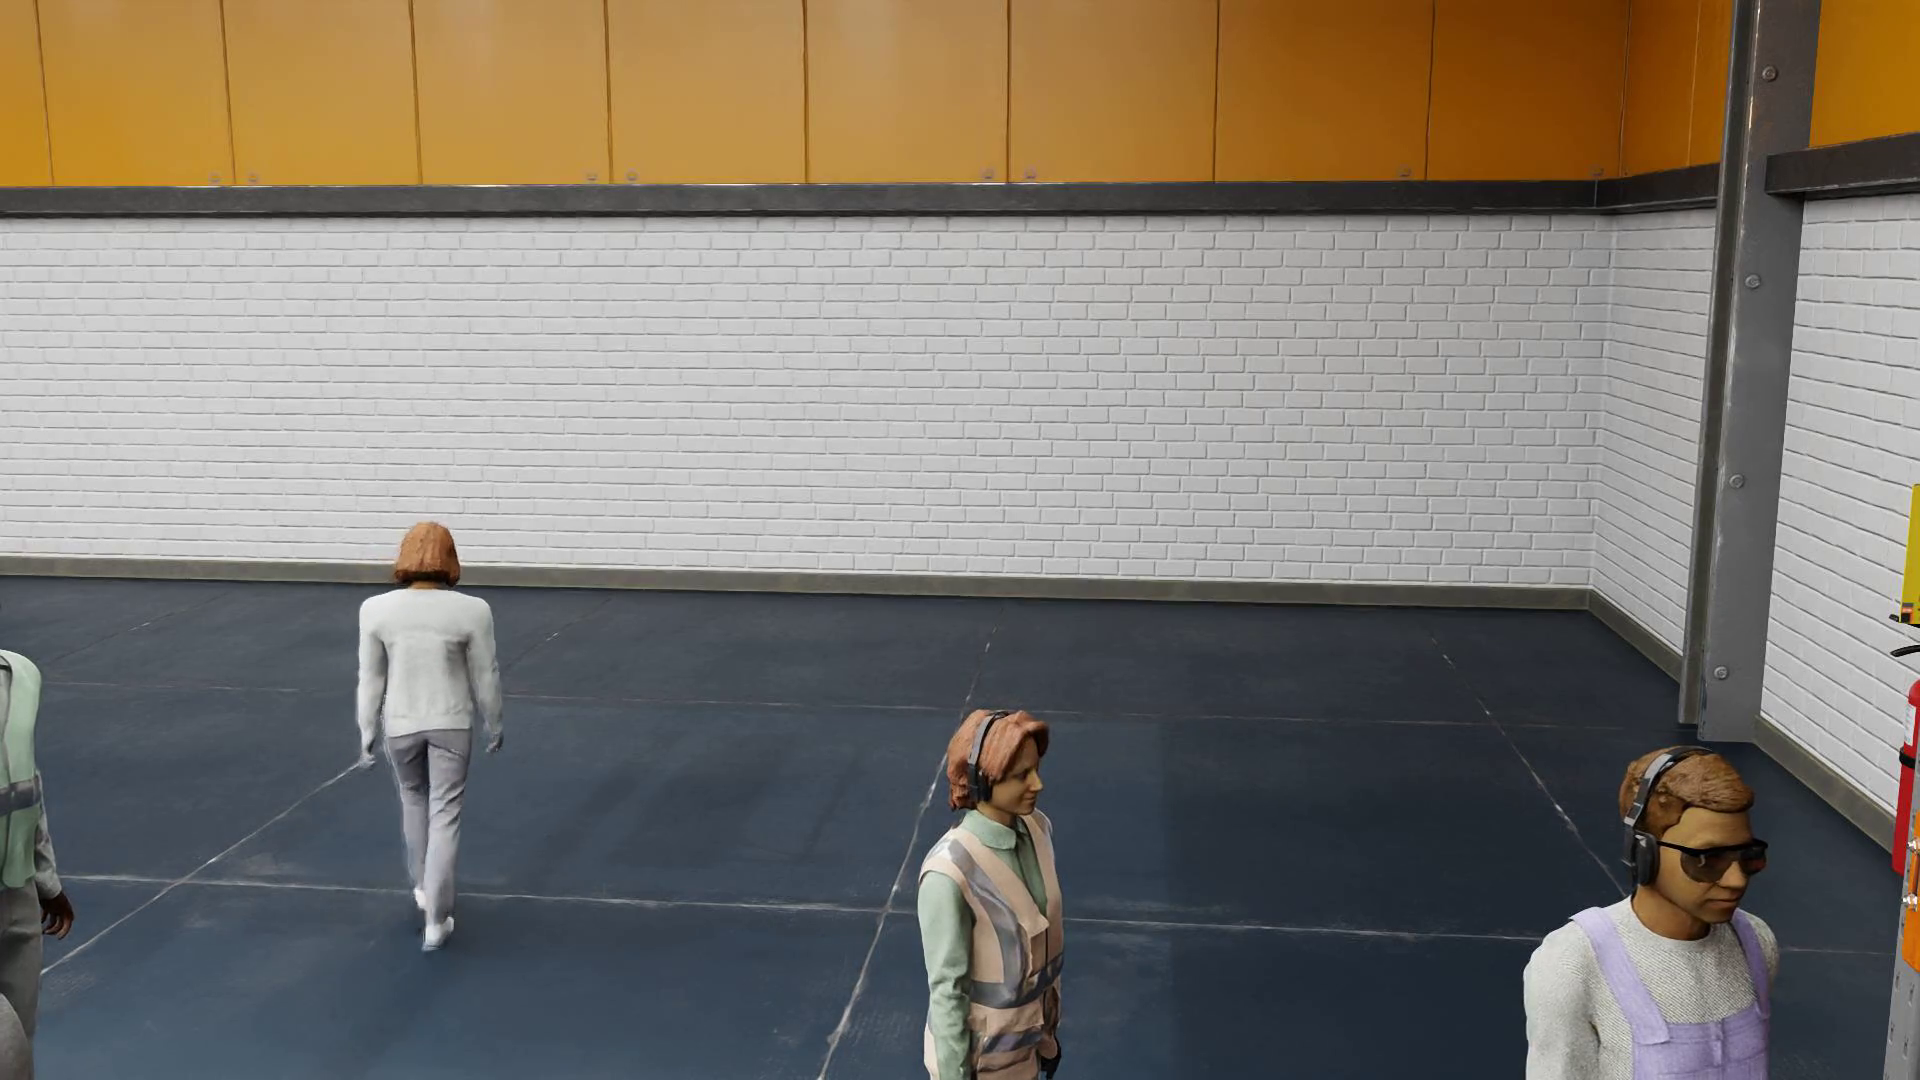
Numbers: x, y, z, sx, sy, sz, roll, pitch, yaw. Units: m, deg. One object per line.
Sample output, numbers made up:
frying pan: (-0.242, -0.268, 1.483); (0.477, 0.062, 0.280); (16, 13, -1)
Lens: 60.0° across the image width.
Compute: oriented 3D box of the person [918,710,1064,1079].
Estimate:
person: (0.075, 1.182, 3.792); (0.308, 1.641, 0.514); (5, 11, 26)

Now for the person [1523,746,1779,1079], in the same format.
person: (1.179, 1.244, 2.847); (0.508, 1.846, 0.345); (-5, 11, -24)

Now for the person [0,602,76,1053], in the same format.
person: (-2.577, 0.950, 4.339); (0.392, 1.913, 0.592); (1, 10, 7)

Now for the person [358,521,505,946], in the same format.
person: (-2.045, 0.722, 6.504); (0.519, 1.599, 0.717); (-1, 10, -6)
